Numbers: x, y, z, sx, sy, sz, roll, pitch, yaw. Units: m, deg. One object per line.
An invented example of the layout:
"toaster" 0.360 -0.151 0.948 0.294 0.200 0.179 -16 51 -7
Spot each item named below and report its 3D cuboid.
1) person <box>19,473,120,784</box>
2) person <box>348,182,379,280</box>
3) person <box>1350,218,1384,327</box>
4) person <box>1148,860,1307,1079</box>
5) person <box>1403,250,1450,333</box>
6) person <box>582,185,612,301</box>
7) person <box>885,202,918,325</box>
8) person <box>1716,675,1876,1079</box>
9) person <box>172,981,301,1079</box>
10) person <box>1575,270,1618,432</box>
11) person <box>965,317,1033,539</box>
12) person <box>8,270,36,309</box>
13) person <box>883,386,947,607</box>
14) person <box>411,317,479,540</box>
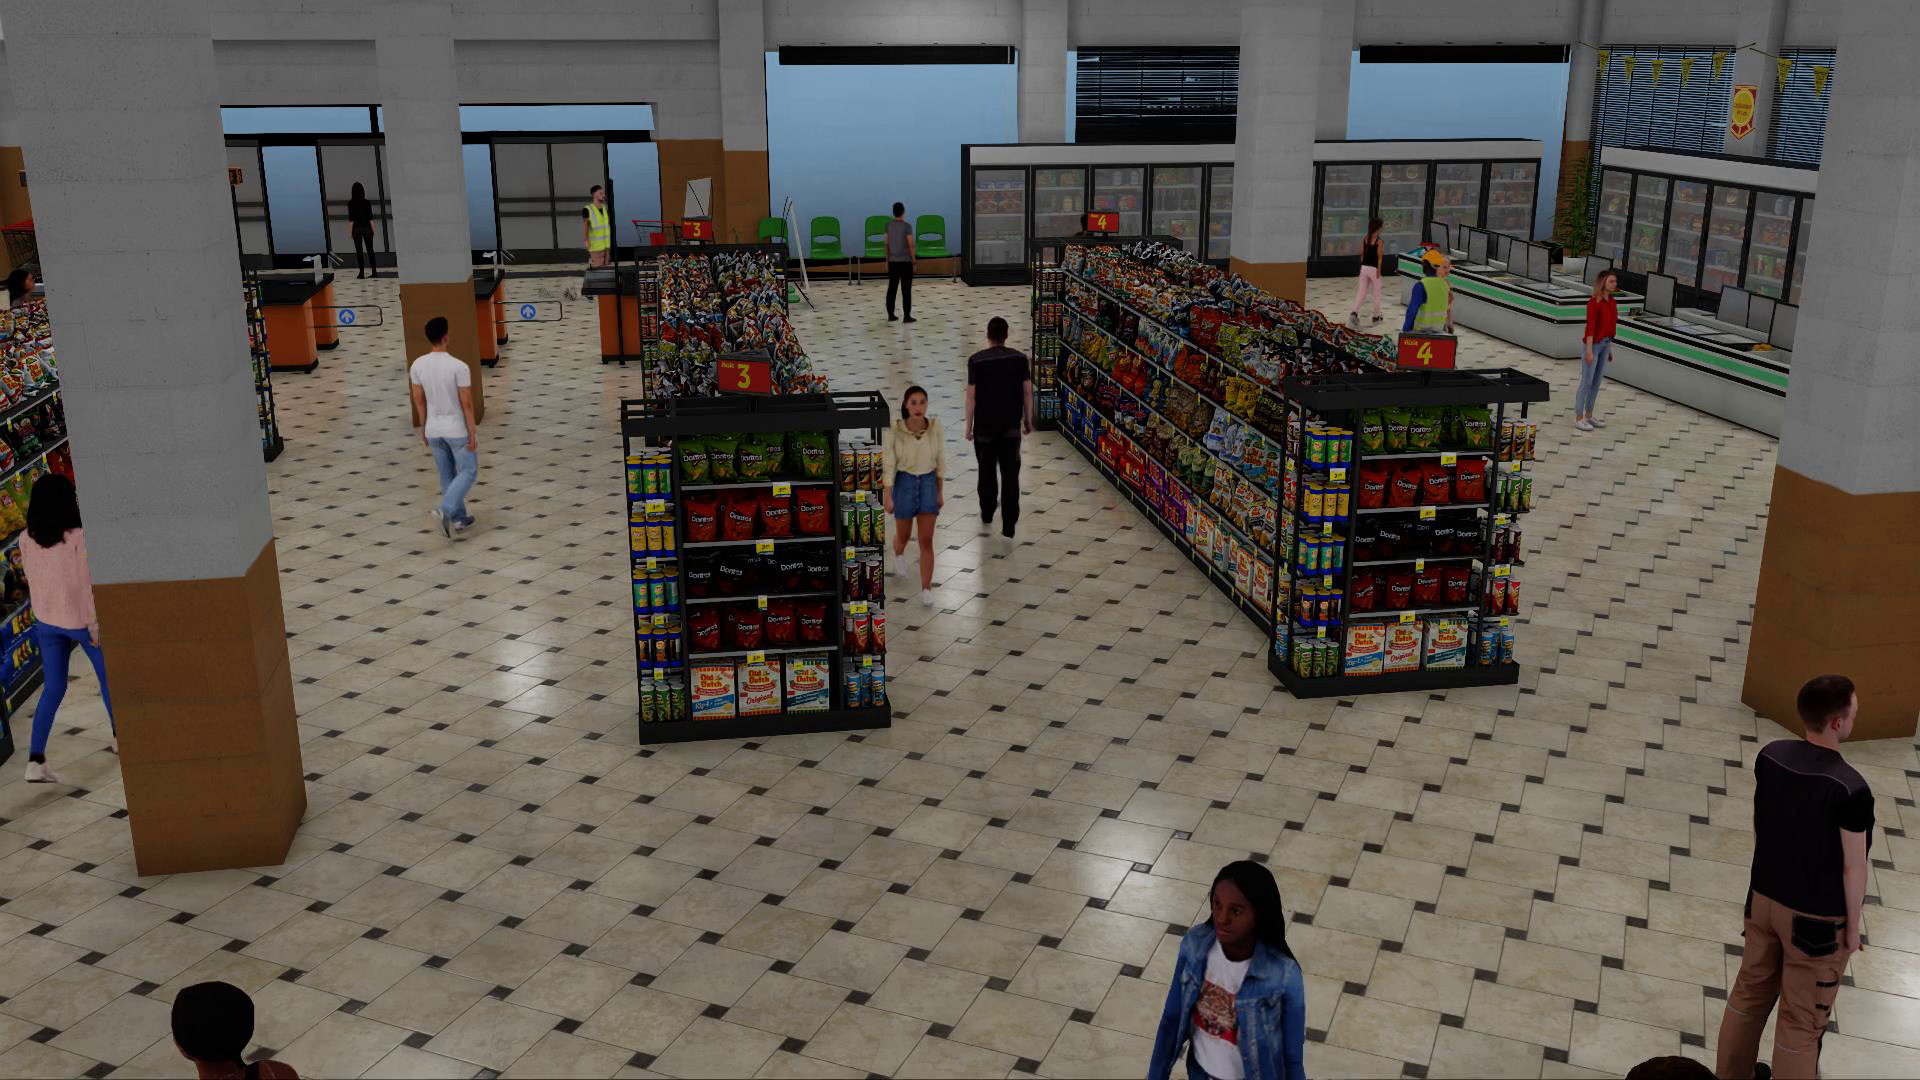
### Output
"person" -5.033 0.527 9.281 0.917 1.734 1.231 3 17 8
"person" -10.391 -5.382 28.898 0.640 1.641 0.621 -10 20 -30
"person" 5.888 -3.851 24.035 0.975 1.538 0.997 13 21 36
"person" 0.915 1.779 5.286 1.217 1.659 1.167 16 23 42
"person" 5.200 -2.277 18.423 0.973 1.786 1.161 -14 22 -38
"person" -5.731 -4.647 26.144 0.985 1.836 0.928 9 19 28
"person" -0.886 -4.069 24.378 0.715 1.755 0.751 9 19 27
"person" 3.178 1.371 6.314 0.773 1.842 0.574 -6 18 -18
"person" -1.880 2.041 4.544 0.819 1.588 0.761 10 20 30
"person" 6.803 -2.036 17.770 0.686 1.705 0.666 -12 21 -35
"person" 0.337 -0.918 13.903 0.819 1.812 1.217 -1 17 -3
"person" -9.647 -1.886 17.174 0.663 1.764 0.858 -4 17 -12
"person" -0.354 -0.357 12.415 0.648 1.603 1.068 -3 17 -10
"person" -4.272 -0.896 13.775 0.918 1.844 1.115 3 17 11
